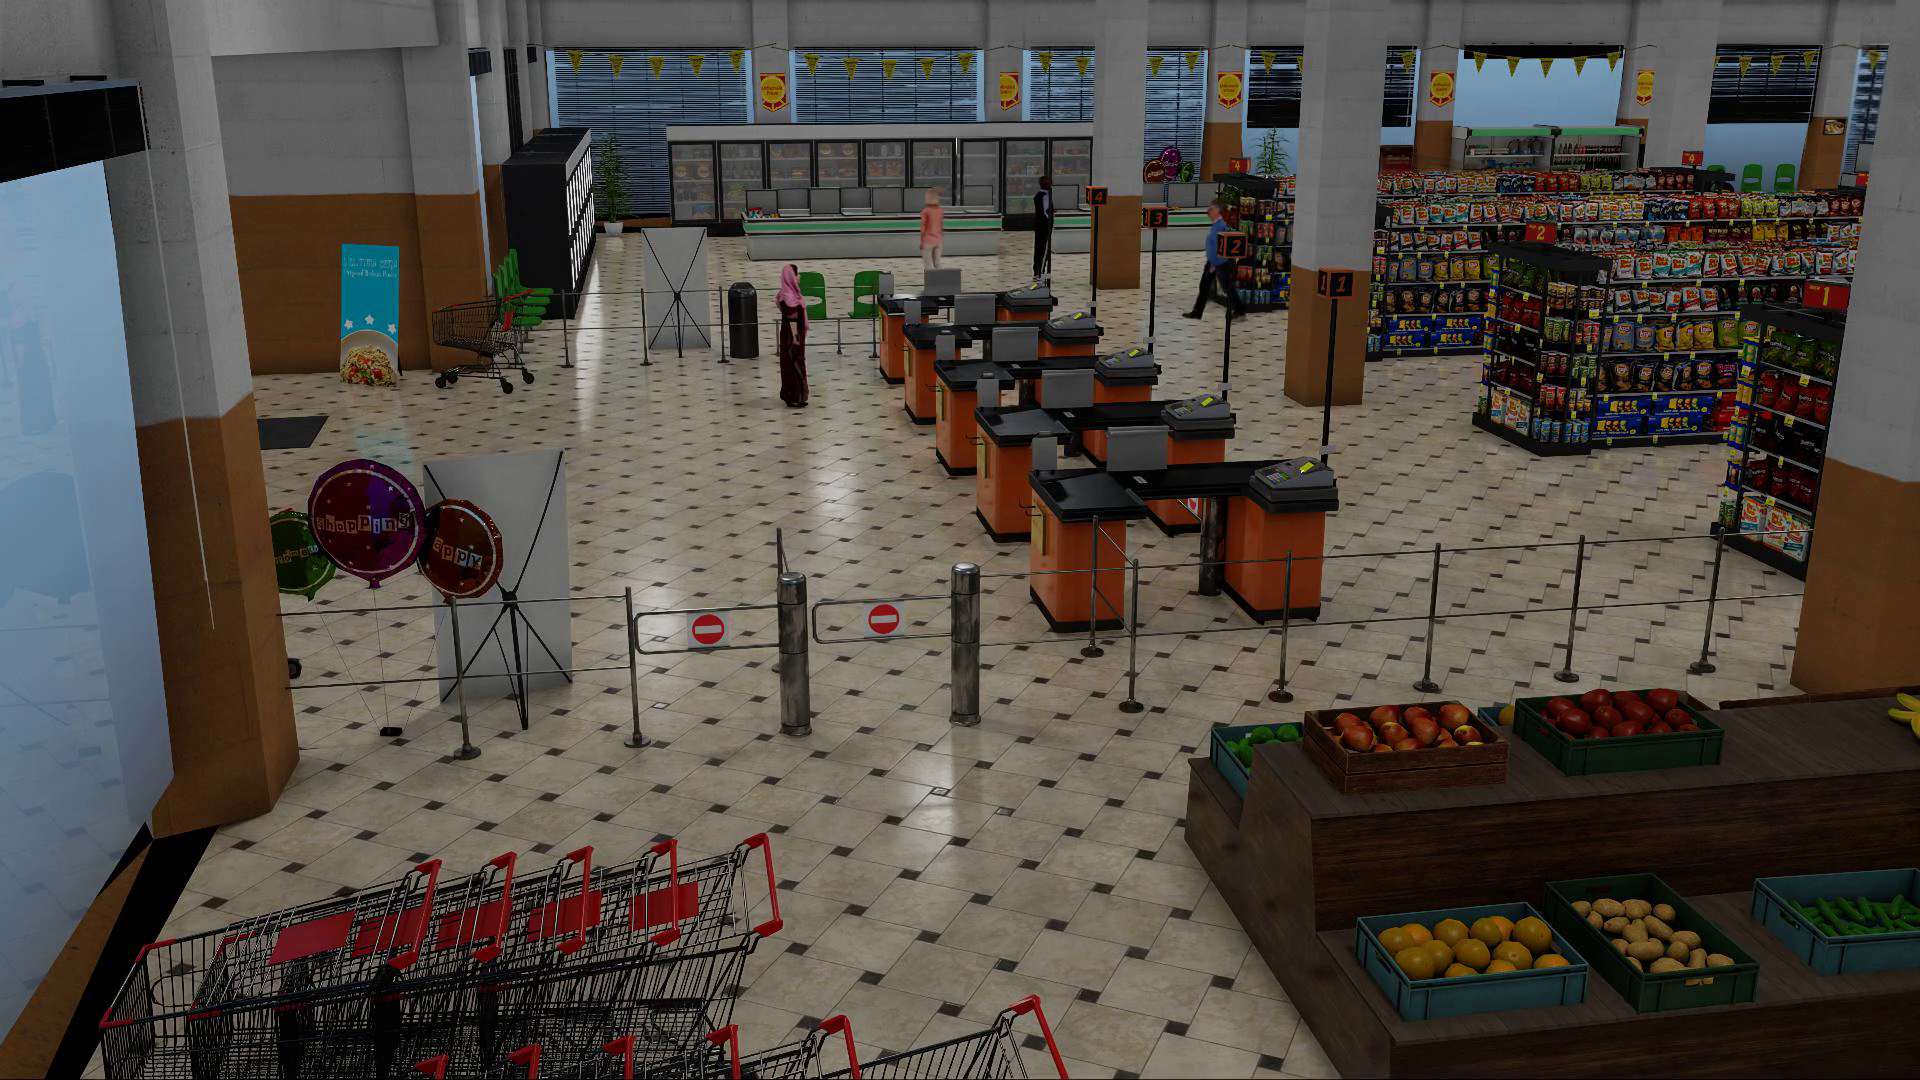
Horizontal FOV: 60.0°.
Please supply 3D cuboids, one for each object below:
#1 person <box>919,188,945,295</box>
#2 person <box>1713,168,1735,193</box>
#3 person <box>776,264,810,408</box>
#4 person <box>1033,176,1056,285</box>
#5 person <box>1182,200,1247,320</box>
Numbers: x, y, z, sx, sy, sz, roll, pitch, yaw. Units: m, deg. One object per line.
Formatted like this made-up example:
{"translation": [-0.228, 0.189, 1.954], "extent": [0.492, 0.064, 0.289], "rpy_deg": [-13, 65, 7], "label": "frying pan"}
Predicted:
{"translation": [-0.452, -4.921, 27.405], "extent": [0.620, 1.724, 0.731], "rpy_deg": [-14, 22, -39], "label": "person"}
{"translation": [13.754, -5.852, 30.311], "extent": [0.703, 1.817, 0.841], "rpy_deg": [5, 18, 15], "label": "person"}
{"translation": [-1.929, -2.352, 19.110], "extent": [0.600, 1.629, 0.665], "rpy_deg": [-2, 17, -6], "label": "person"}
{"translation": [1.418, -5.356, 28.669], "extent": [0.612, 1.822, 0.683], "rpy_deg": [-6, 18, -20], "label": "person"}
{"translation": [3.916, -4.120, 24.688], "extent": [1.223, 1.770, 0.782], "rpy_deg": [-1, 17, -2], "label": "person"}
